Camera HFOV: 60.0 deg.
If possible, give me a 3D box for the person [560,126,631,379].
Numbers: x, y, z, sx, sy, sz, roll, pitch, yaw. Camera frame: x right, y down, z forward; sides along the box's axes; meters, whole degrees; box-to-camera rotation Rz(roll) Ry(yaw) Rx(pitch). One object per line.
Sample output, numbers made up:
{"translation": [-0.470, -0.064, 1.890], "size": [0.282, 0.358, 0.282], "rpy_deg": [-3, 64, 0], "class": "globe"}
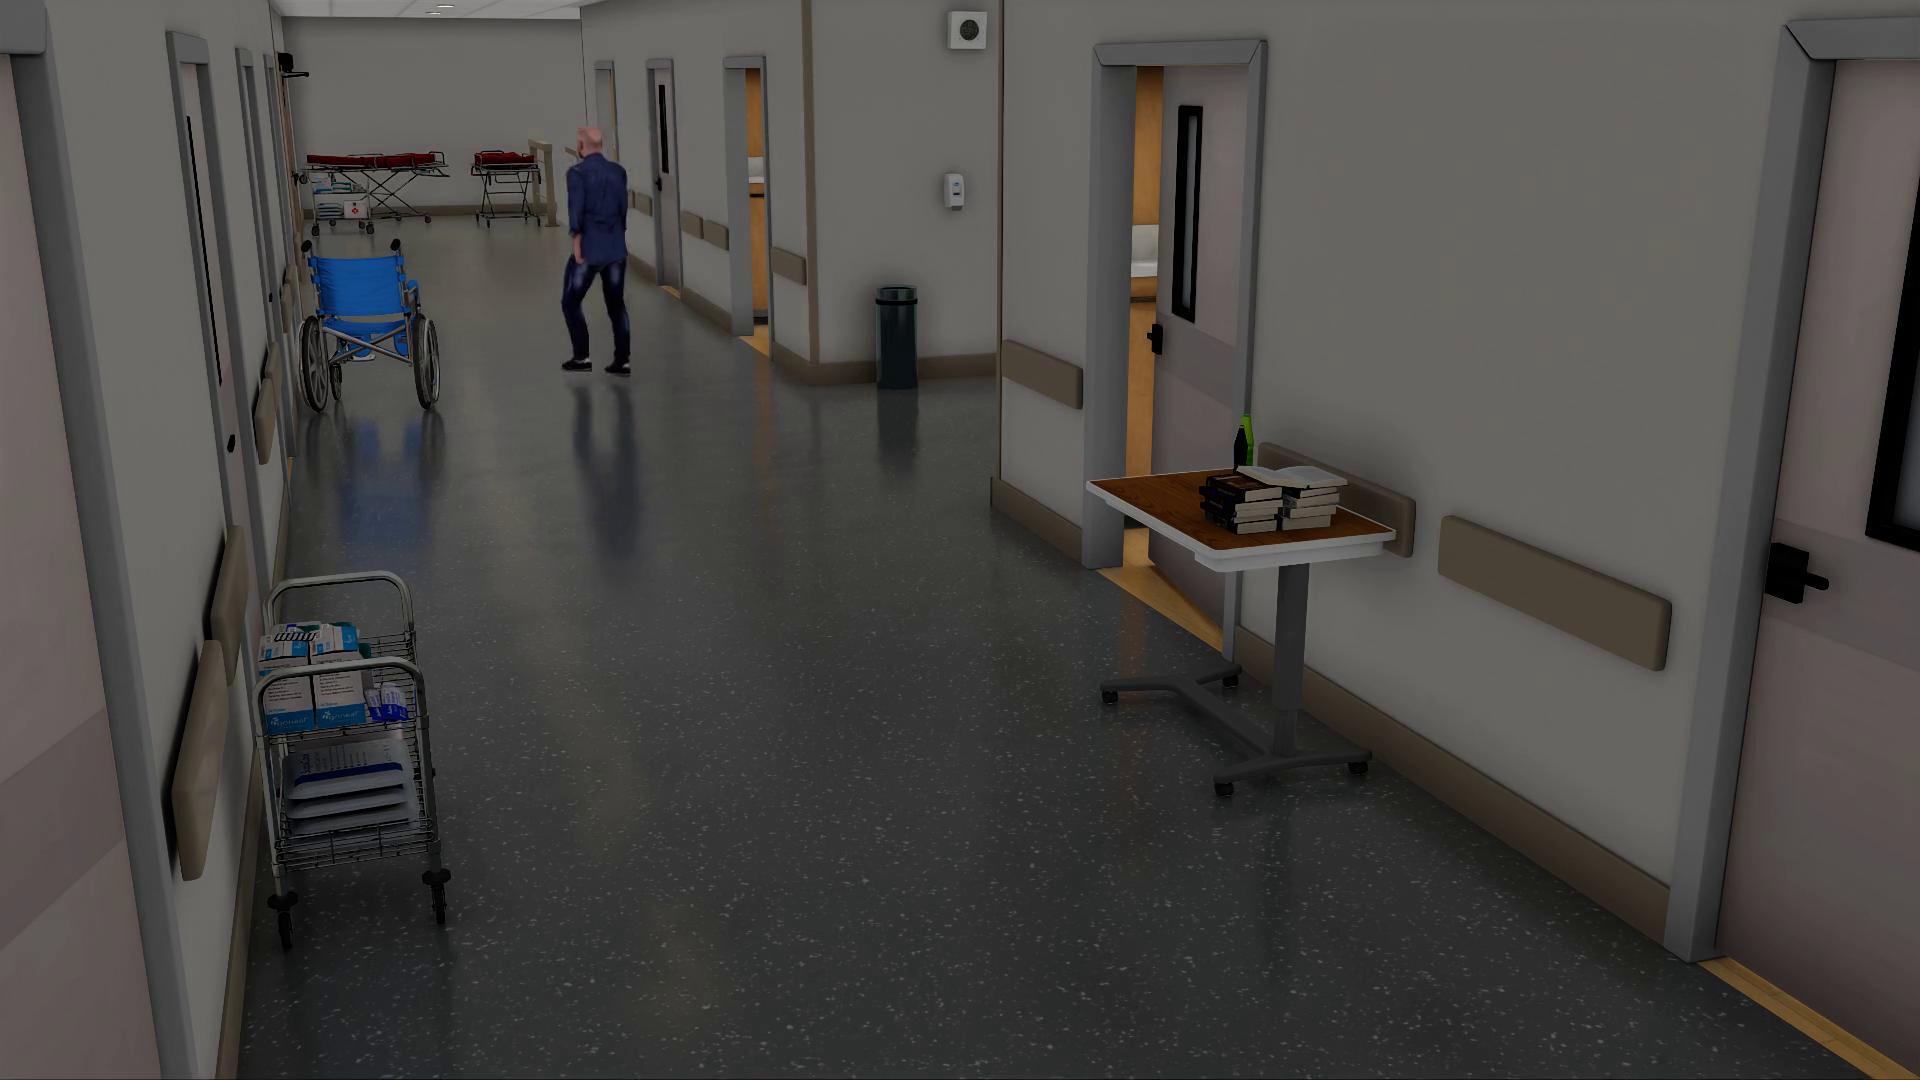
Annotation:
{"translation": [-2.573, -2.060, 12.071], "size": [0.960, 1.804, 0.910], "rpy_deg": [14, 21, 41], "class": "person"}
